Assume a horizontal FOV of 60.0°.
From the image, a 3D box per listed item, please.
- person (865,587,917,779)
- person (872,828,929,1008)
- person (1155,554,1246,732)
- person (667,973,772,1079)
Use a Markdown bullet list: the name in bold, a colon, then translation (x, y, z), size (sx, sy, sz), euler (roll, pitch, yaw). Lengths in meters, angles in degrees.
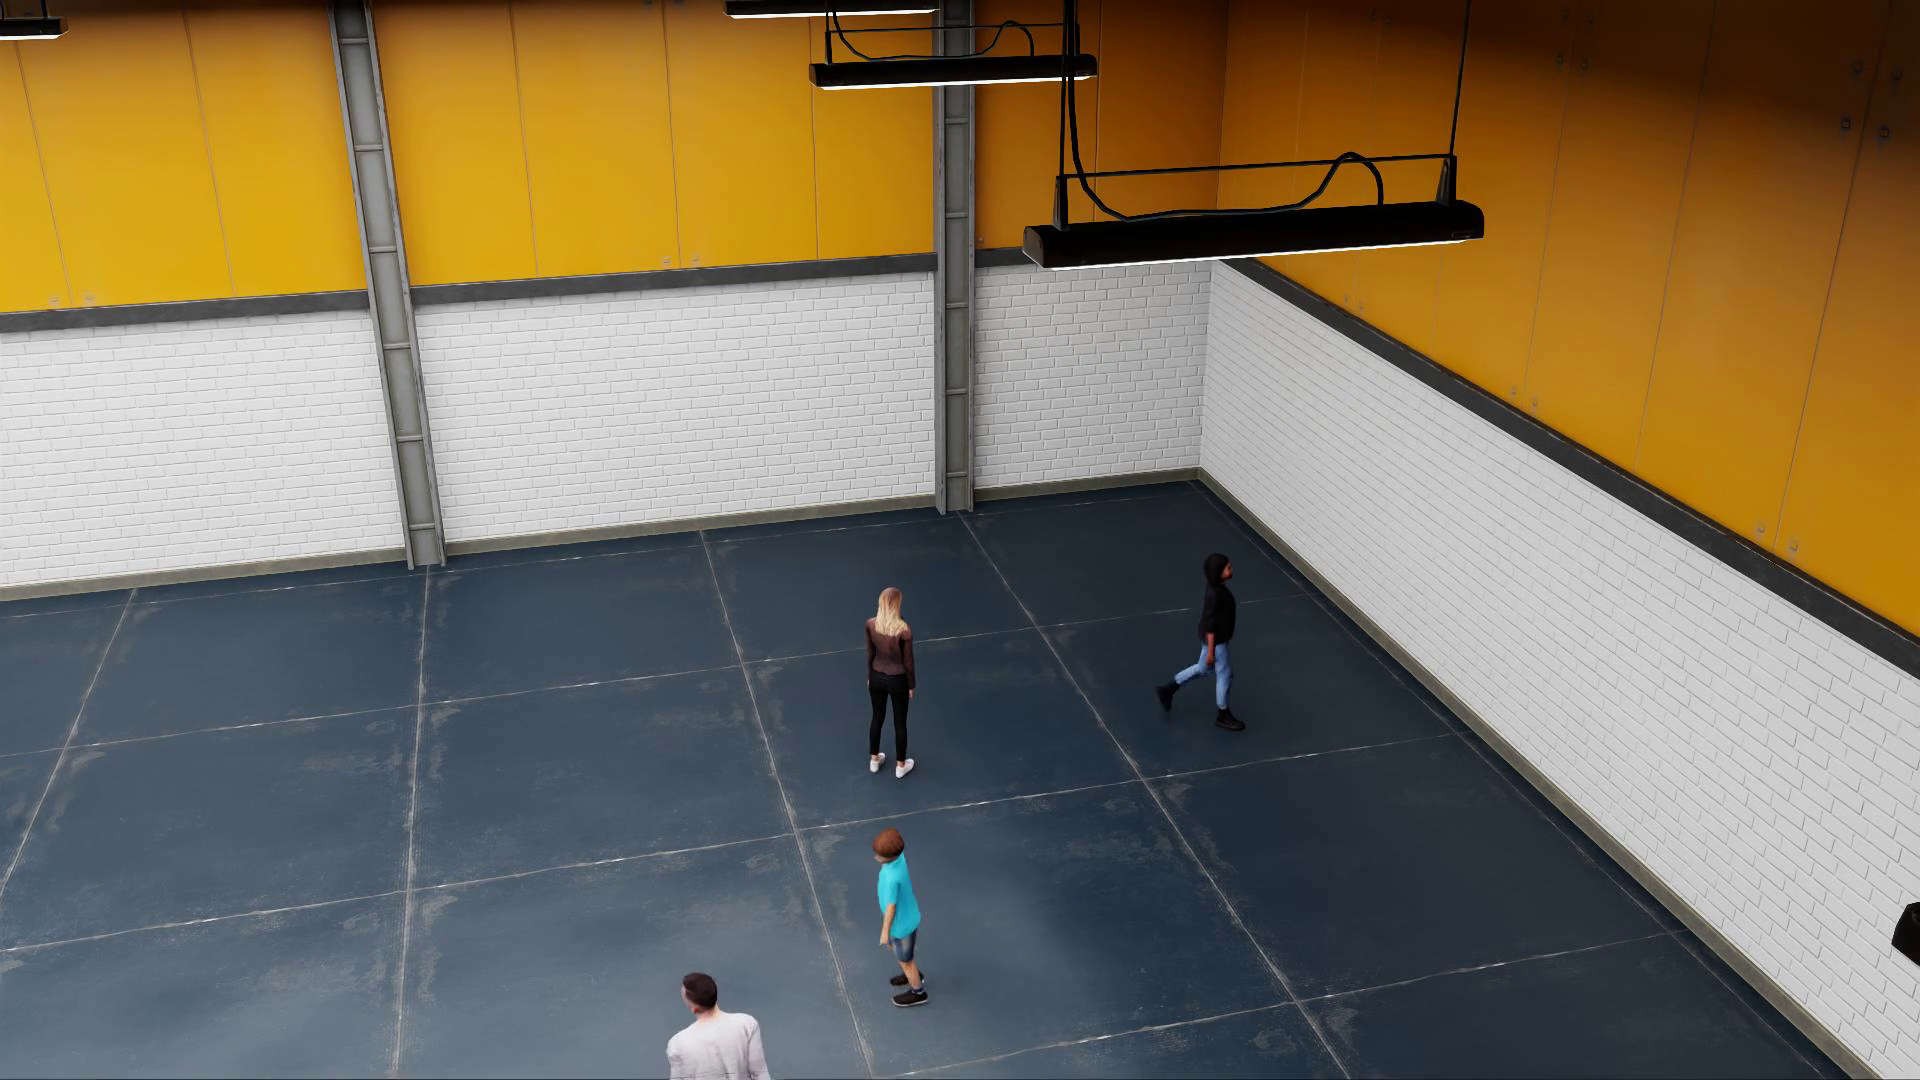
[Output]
- **person**: translation (-0.600, 1.194, 14.010), size (0.656, 1.700, 0.735), euler (10, 26, 22)
- **person**: translation (-0.354, 2.542, 11.273), size (0.645, 1.422, 0.616), euler (5, 24, 10)
- **person**: translation (2.157, 0.903, 14.705), size (1.114, 1.675, 0.834), euler (3, 24, 7)
- **person**: translation (-1.270, 3.221, 9.245), size (0.599, 1.802, 0.799), euler (-4, 24, -10)
